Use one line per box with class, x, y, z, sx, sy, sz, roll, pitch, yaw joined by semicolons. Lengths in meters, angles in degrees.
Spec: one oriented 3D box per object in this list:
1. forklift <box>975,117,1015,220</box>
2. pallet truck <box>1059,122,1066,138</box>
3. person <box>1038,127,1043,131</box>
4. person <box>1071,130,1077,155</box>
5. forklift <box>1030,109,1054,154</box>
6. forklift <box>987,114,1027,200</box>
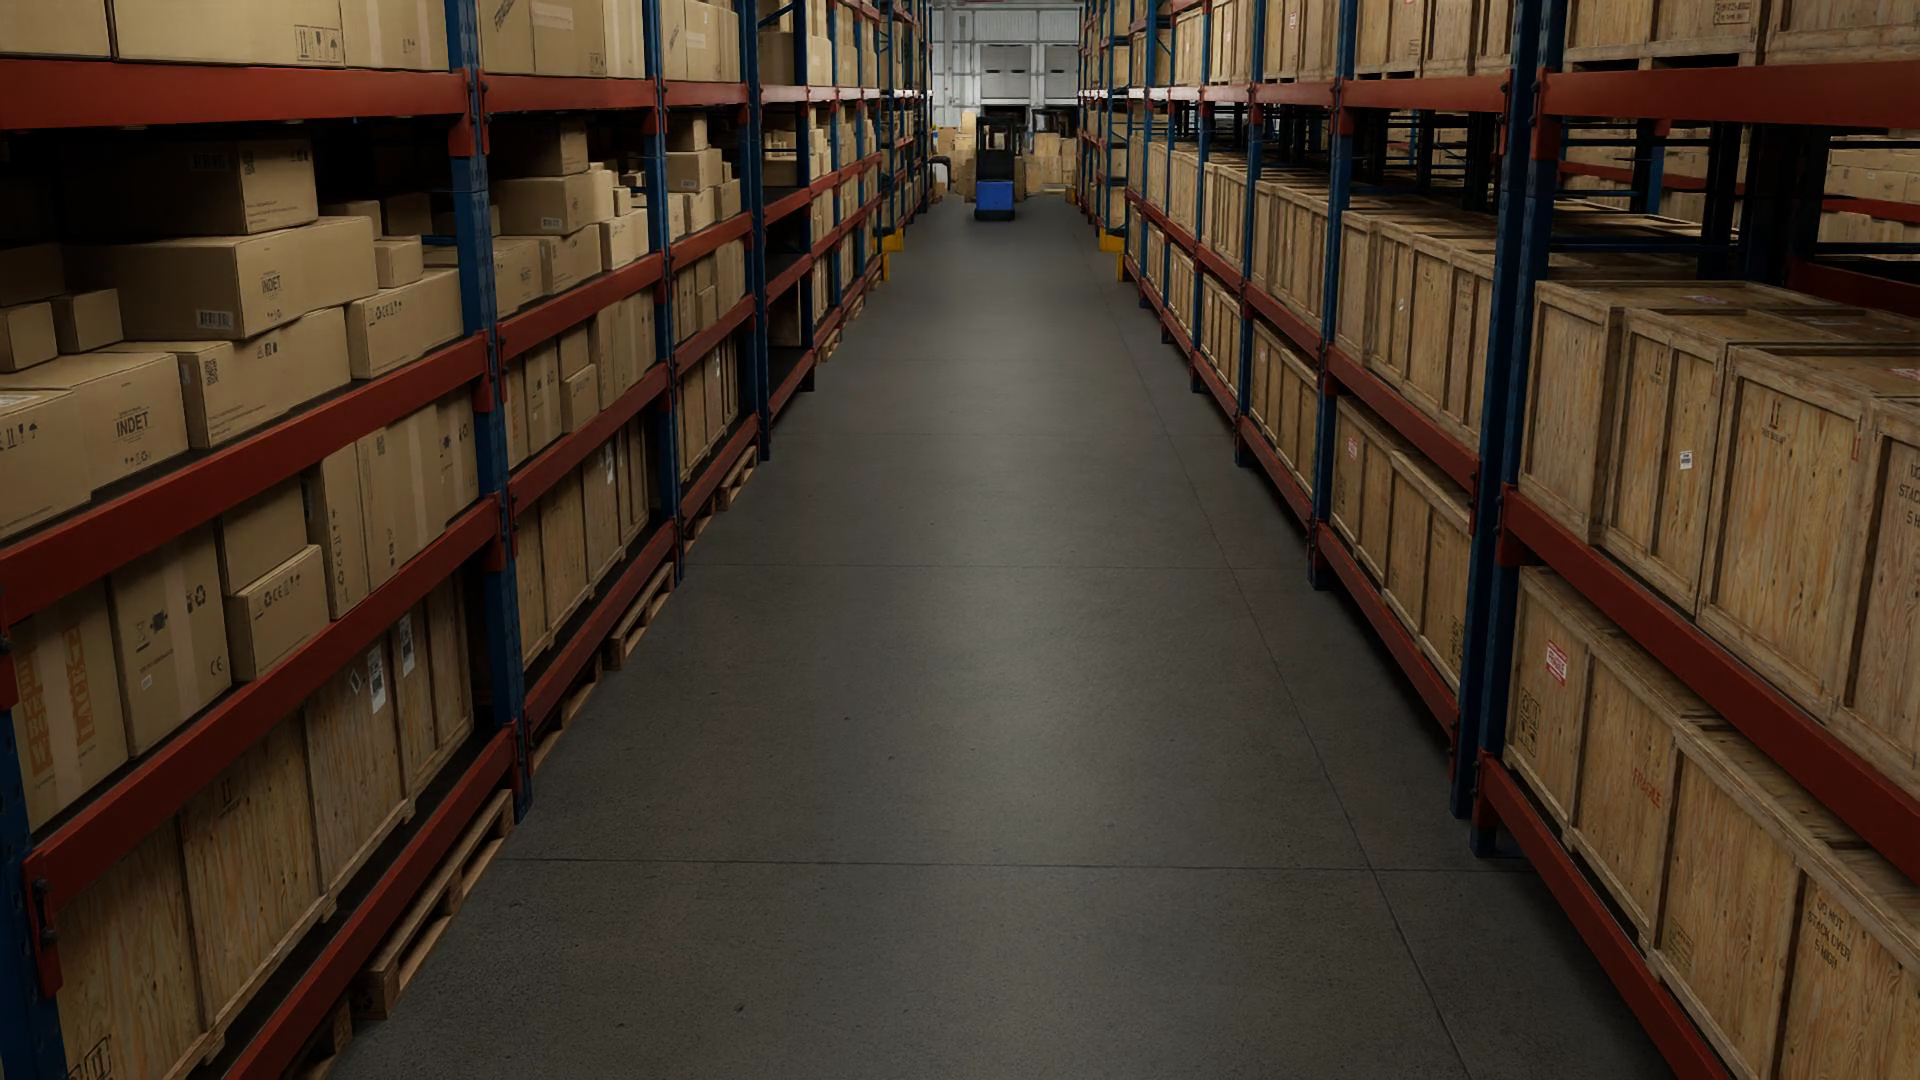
forklift;0.982;-10.393;46.460;1.129;2.768;1.873;0;15;1
pallet truck;5.788;-21.111;88.014;1.885;1.965;0.823;5;16;18
person;3.716;-18.282;77.658;0.630;1.919;0.712;5;16;18
person;5.177;-17.208;73.711;0.564;1.891;1.008;-3;15;-10
forklift;3.519;-16.914;70.725;1.129;2.768;1.873;-3;15;-12
forklift;1.337;-12.357;53.769;1.129;2.768;1.873;6;16;22
